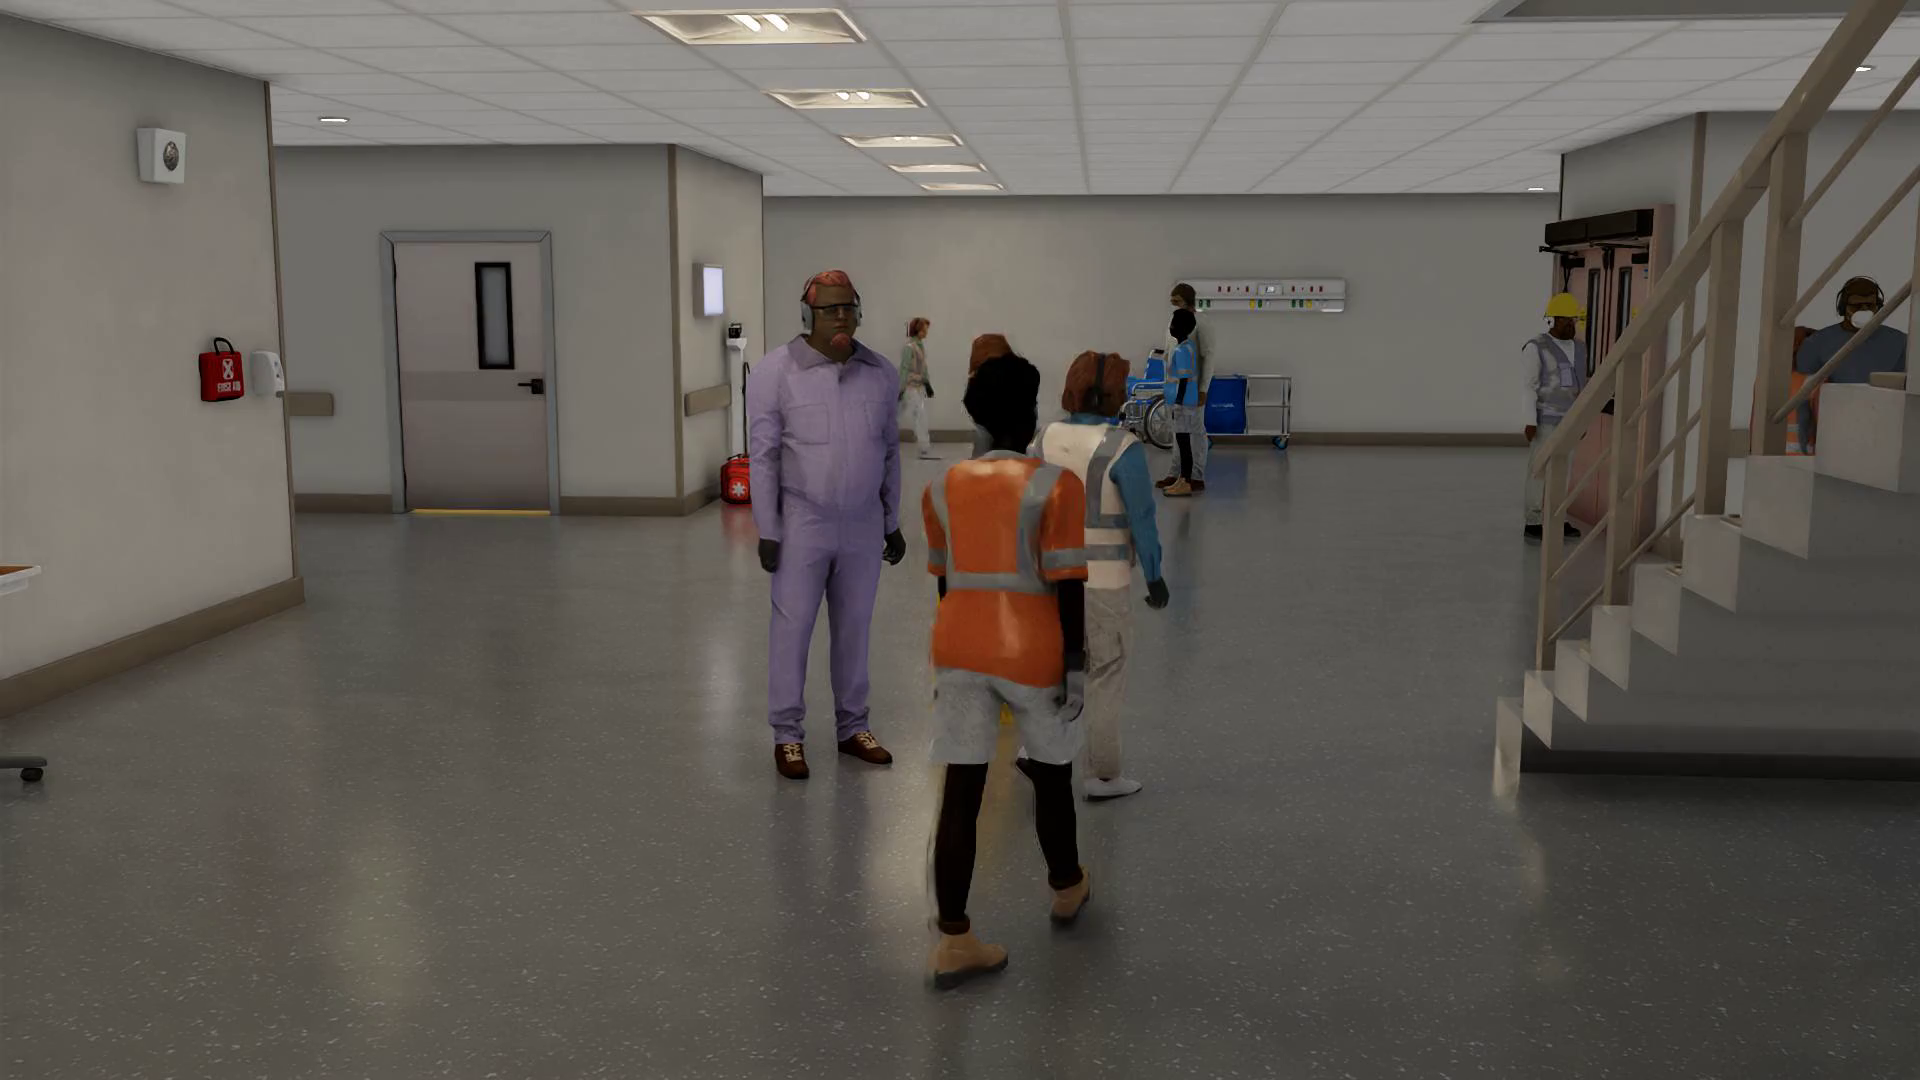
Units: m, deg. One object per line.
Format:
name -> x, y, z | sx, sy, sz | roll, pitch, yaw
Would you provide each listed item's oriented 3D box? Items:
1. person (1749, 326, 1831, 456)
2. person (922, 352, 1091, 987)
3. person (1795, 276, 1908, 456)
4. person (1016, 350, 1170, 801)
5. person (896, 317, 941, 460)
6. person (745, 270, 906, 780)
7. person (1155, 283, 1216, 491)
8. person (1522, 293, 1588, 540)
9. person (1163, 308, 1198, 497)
person -> 4.819, -0.419, 9.666 | 0.308, 1.641, 0.514 | -5, 10, -29
person -> 0.140, 0.321, 4.548 | 0.544, 1.650, 0.808 | 5, 10, 30
person -> 5.079, -0.533, 9.494 | 0.636, 1.928, 0.391 | 1, 8, 8
person -> 0.478, 0.140, 5.913 | 0.381, 1.628, 0.537 | -7, 11, -38
person -> -0.586, -1.680, 18.476 | 0.791, 1.576, 0.540 | 2, 9, 10
person -> -0.485, -0.063, 6.343 | 0.643, 1.910, 0.400 | -5, 10, -30
person -> 2.106, -1.414, 15.449 | 0.375, 1.931, 0.628 | -5, 10, -32
person -> 4.458, -0.920, 12.418 | 0.601, 1.831, 0.404 | -4, 9, -27
person -> 1.994, -1.238, 15.033 | 0.318, 1.700, 0.535 | 1, 8, 7
